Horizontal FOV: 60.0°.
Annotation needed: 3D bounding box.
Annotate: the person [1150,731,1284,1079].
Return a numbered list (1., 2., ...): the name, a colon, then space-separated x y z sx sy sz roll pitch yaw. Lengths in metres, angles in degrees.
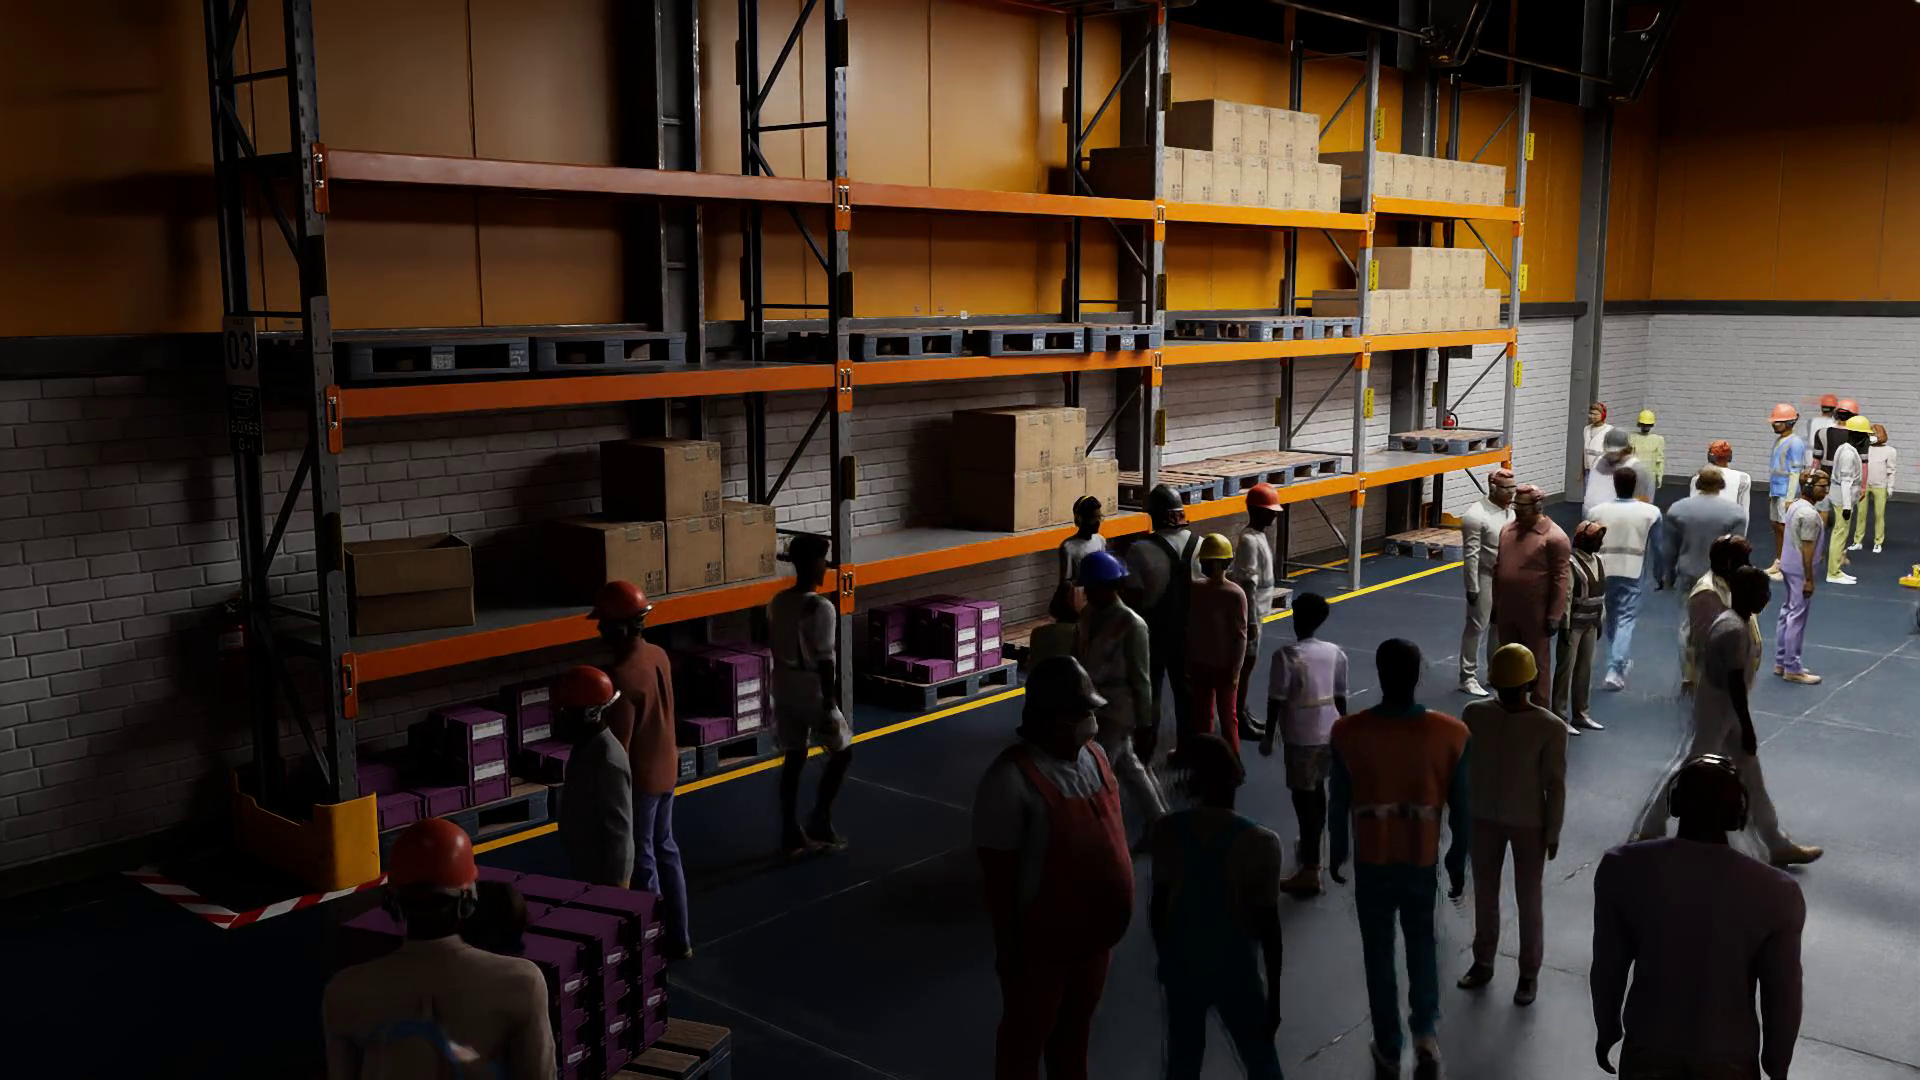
1. person: 1.008 1.576 6.204 0.557 1.798 0.791 4 10 26

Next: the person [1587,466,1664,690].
1. person: 5.631 0.312 14.166 0.607 1.871 1.001 6 11 33

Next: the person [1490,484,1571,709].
1. person: 4.283 0.522 12.644 0.407 1.904 0.654 -5 10 -30

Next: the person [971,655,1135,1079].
1. person: 0.401 1.439 6.298 0.538 2.000 0.687 8 12 41

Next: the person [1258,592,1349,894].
1. person: 1.994 1.133 9.530 0.614 1.653 0.631 -6 11 -35

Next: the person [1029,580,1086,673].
1. person: 0.676 1.044 10.331 0.498 1.585 0.876 0 9 0

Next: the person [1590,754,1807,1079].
1. person: 2.355 1.634 5.368 0.630 1.939 0.372 5 10 30

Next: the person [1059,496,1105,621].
1. person: 0.901 0.585 12.426 0.360 1.857 0.534 7 11 39

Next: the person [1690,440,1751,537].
1. person: 7.458 -0.044 16.394 0.581 1.877 0.356 1 9 5

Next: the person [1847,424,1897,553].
1. person: 11.583 -0.656 21.114 0.276 1.633 0.507 -8 12 -42

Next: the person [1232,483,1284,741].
1. person: 2.227 0.530 12.509 0.379 1.931 0.548 2 9 14

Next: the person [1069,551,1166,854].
1. person: 0.896 0.985 9.742 1.023 1.890 0.595 -4 10 -24

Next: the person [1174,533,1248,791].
1. person: 1.689 0.829 11.103 0.308 1.772 0.523 -6 11 -35

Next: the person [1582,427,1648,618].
1. person: 6.529 -0.194 16.831 0.655 2.000 0.746 -4 10 -25

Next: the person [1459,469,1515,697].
1. person: 4.444 0.350 13.803 0.639 1.899 0.397 -5 10 -29

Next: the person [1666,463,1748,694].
1. person: 6.236 0.318 13.921 0.658 1.916 0.639 7 11 38

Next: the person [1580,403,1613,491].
1. person: 8.437 -0.892 21.978 0.392 1.838 0.561 -3 9 -19

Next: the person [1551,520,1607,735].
1. person: 4.715 0.660 12.647 0.514 1.634 0.313 -6 11 -35

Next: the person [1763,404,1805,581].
1. person: 9.434 -0.546 19.127 0.400 2.034 0.609 1 9 6

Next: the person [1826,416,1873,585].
1. person: 10.091 -0.453 18.896 0.398 1.920 0.586 5 10 27

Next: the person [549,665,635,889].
1. person: -1.624 1.414 7.379 0.336 1.752 0.564 -4 10 -25

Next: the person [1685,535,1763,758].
1. person: 4.840 0.878 10.555 0.429 1.844 0.627 7 11 38

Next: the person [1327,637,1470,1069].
1. person: 1.885 1.370 7.211 0.609 1.894 0.440 0 9 2

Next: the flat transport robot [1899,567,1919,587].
1. flat transport robot: 11.299 0.385 18.777 1.431 0.197 0.652 -6 11 -34

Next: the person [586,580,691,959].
1. person: -1.603 1.176 8.191 0.421 1.984 0.615 2 9 14

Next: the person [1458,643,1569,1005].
1. person: 2.601 1.338 7.899 0.518 1.752 0.375 8 12 41

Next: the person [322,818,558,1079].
1. person: -1.392 1.732 4.549 0.612 1.996 0.376 -1 9 -8

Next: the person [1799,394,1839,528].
1. person: 11.853 -1.066 22.955 0.937 1.898 0.541 -8 12 -42

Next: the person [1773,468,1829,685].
1. person: 7.222 0.303 14.264 0.350 1.843 0.506 2 9 13

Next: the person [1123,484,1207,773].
1. person: 1.423 0.605 11.674 0.681 2.000 0.535 -3 9 -20

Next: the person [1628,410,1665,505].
1. person: 8.950 -0.827 21.814 0.526 1.762 0.339 2 9 14

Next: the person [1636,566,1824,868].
1. person: 4.515 1.038 9.750 1.015 1.777 0.537 5 10 30

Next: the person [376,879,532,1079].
1. person: -1.276 1.825 4.608 0.892 1.789 0.638 0 9 3

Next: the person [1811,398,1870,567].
1. person: 10.609 -0.691 20.077 0.614 2.030 0.405 7 11 37

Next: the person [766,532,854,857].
1. person: -0.873 0.922 9.920 0.541 1.945 0.651 -8 12 -42
